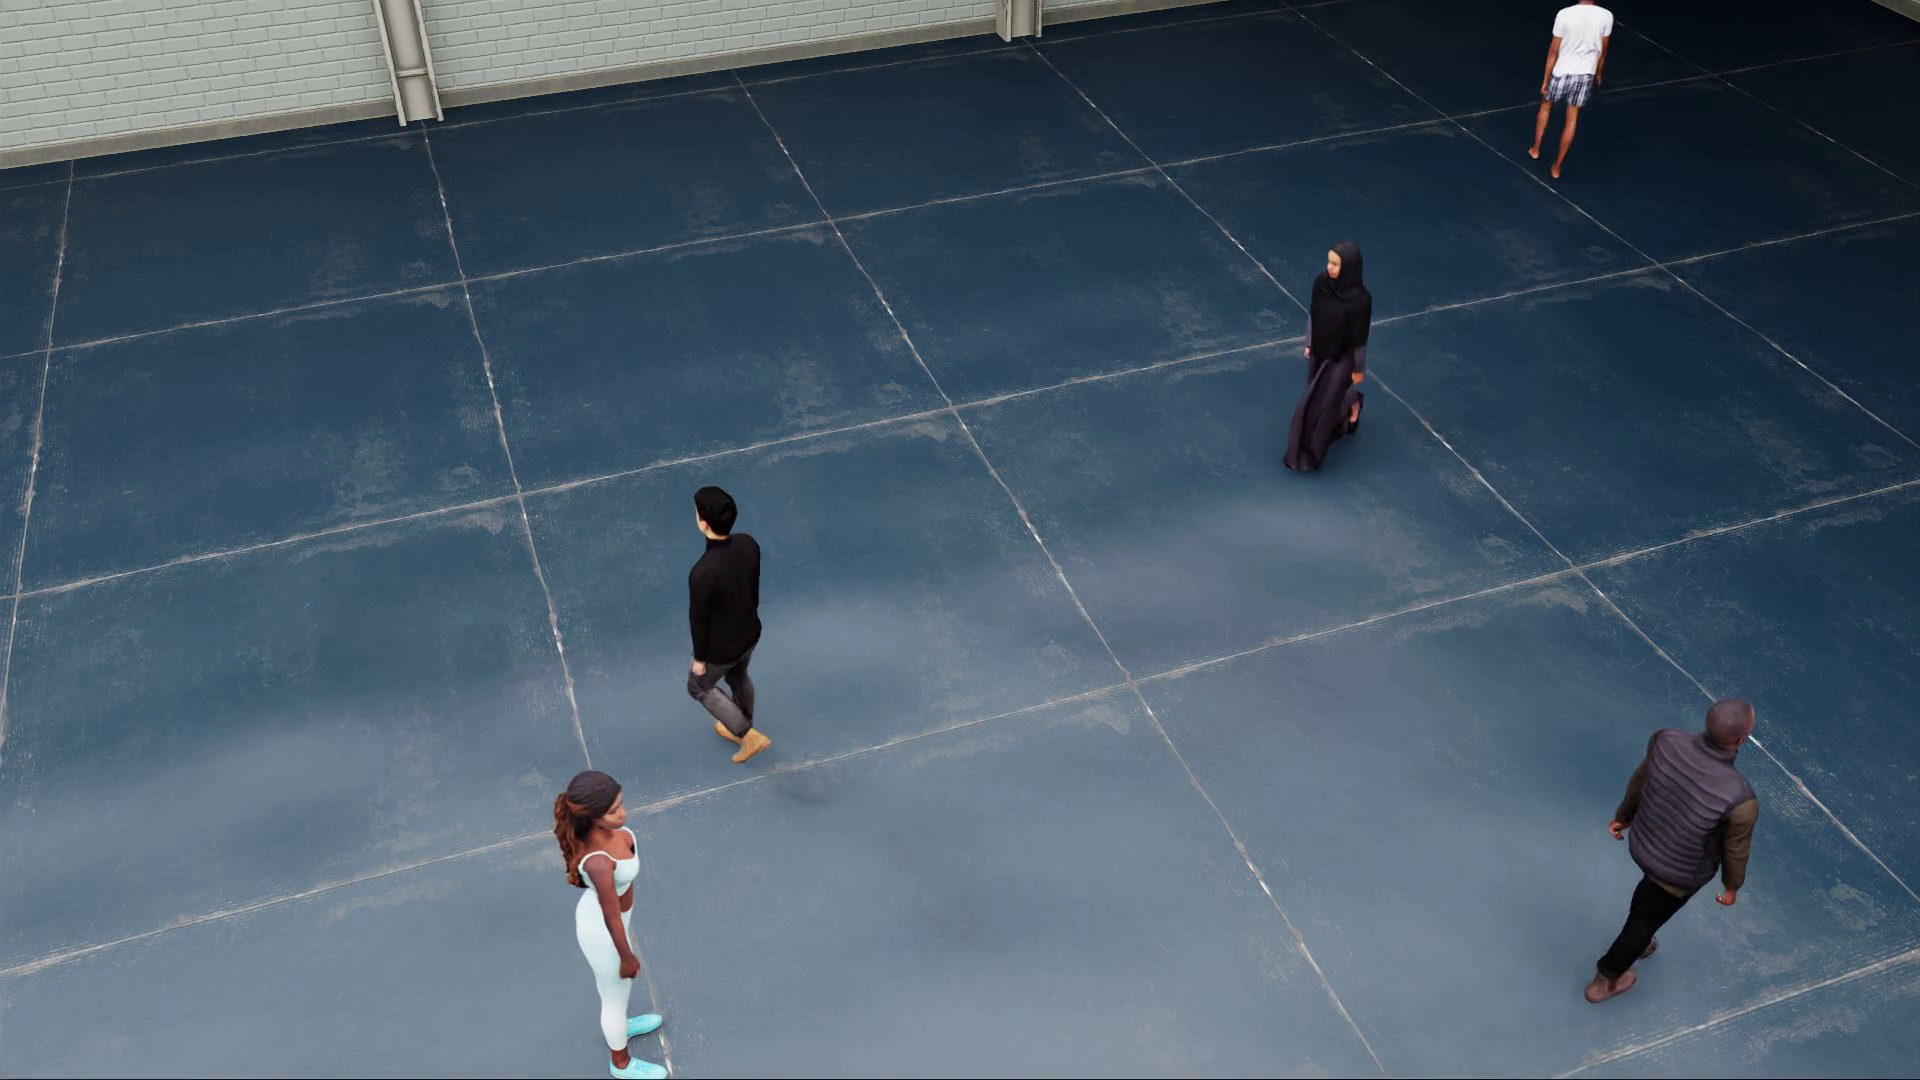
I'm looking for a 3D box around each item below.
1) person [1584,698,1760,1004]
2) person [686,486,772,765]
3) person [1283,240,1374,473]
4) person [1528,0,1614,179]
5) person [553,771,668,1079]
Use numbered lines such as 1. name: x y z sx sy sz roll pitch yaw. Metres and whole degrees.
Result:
1. person: 3.007 1.395 7.200 0.759 1.822 0.765 -16 41 -20
2. person: -1.142 0.489 8.446 0.897 1.713 0.828 21 43 25
3. person: 2.484 -1.229 10.746 1.116 1.585 0.815 -25 45 -29
4. person: 5.171 -3.879 14.033 0.889 1.708 0.934 10 39 13
5. person: -1.470 1.621 6.989 0.546 1.726 0.580 -9 39 -11
